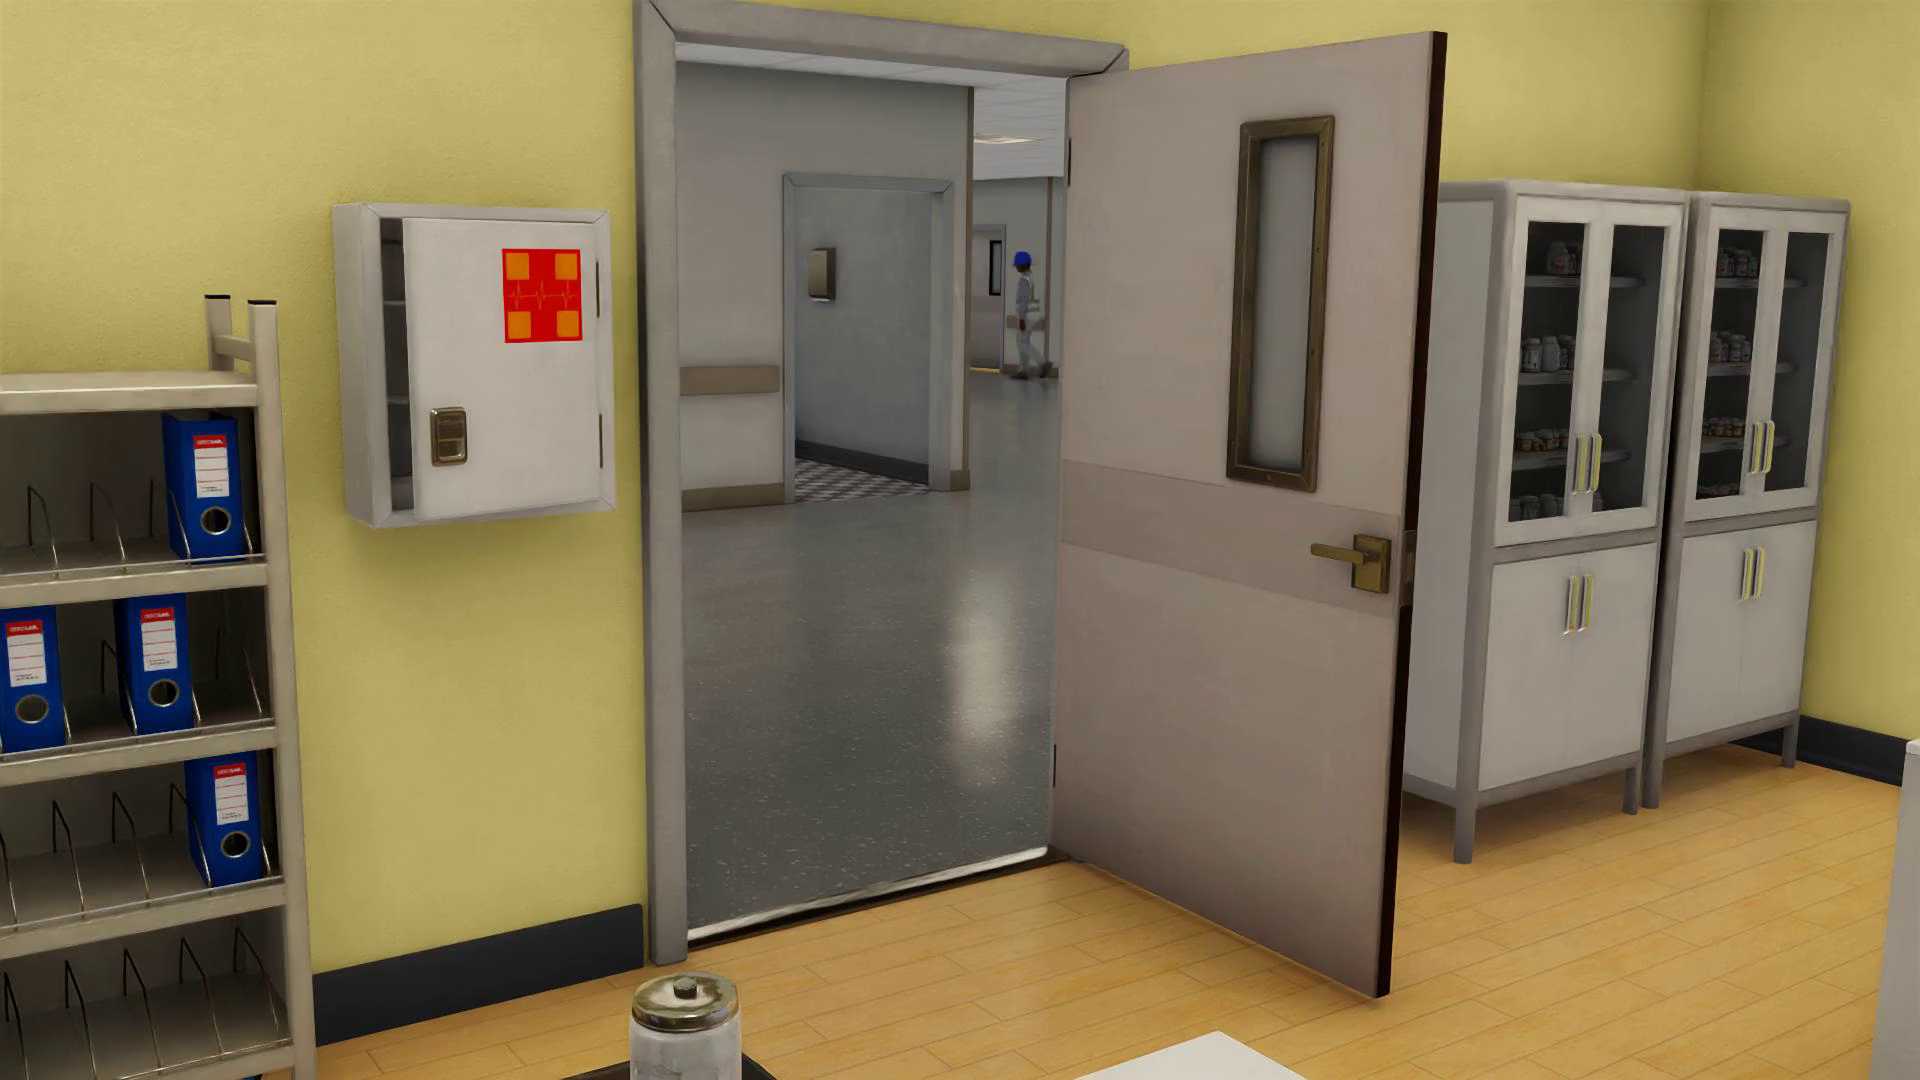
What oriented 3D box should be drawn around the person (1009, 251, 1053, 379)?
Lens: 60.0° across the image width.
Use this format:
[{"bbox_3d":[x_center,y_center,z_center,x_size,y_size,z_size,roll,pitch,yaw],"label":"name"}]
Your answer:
[{"bbox_3d":[1.058,-3.298,24.572,0.674,1.917,0.711,4,10,17],"label":"person"}]
